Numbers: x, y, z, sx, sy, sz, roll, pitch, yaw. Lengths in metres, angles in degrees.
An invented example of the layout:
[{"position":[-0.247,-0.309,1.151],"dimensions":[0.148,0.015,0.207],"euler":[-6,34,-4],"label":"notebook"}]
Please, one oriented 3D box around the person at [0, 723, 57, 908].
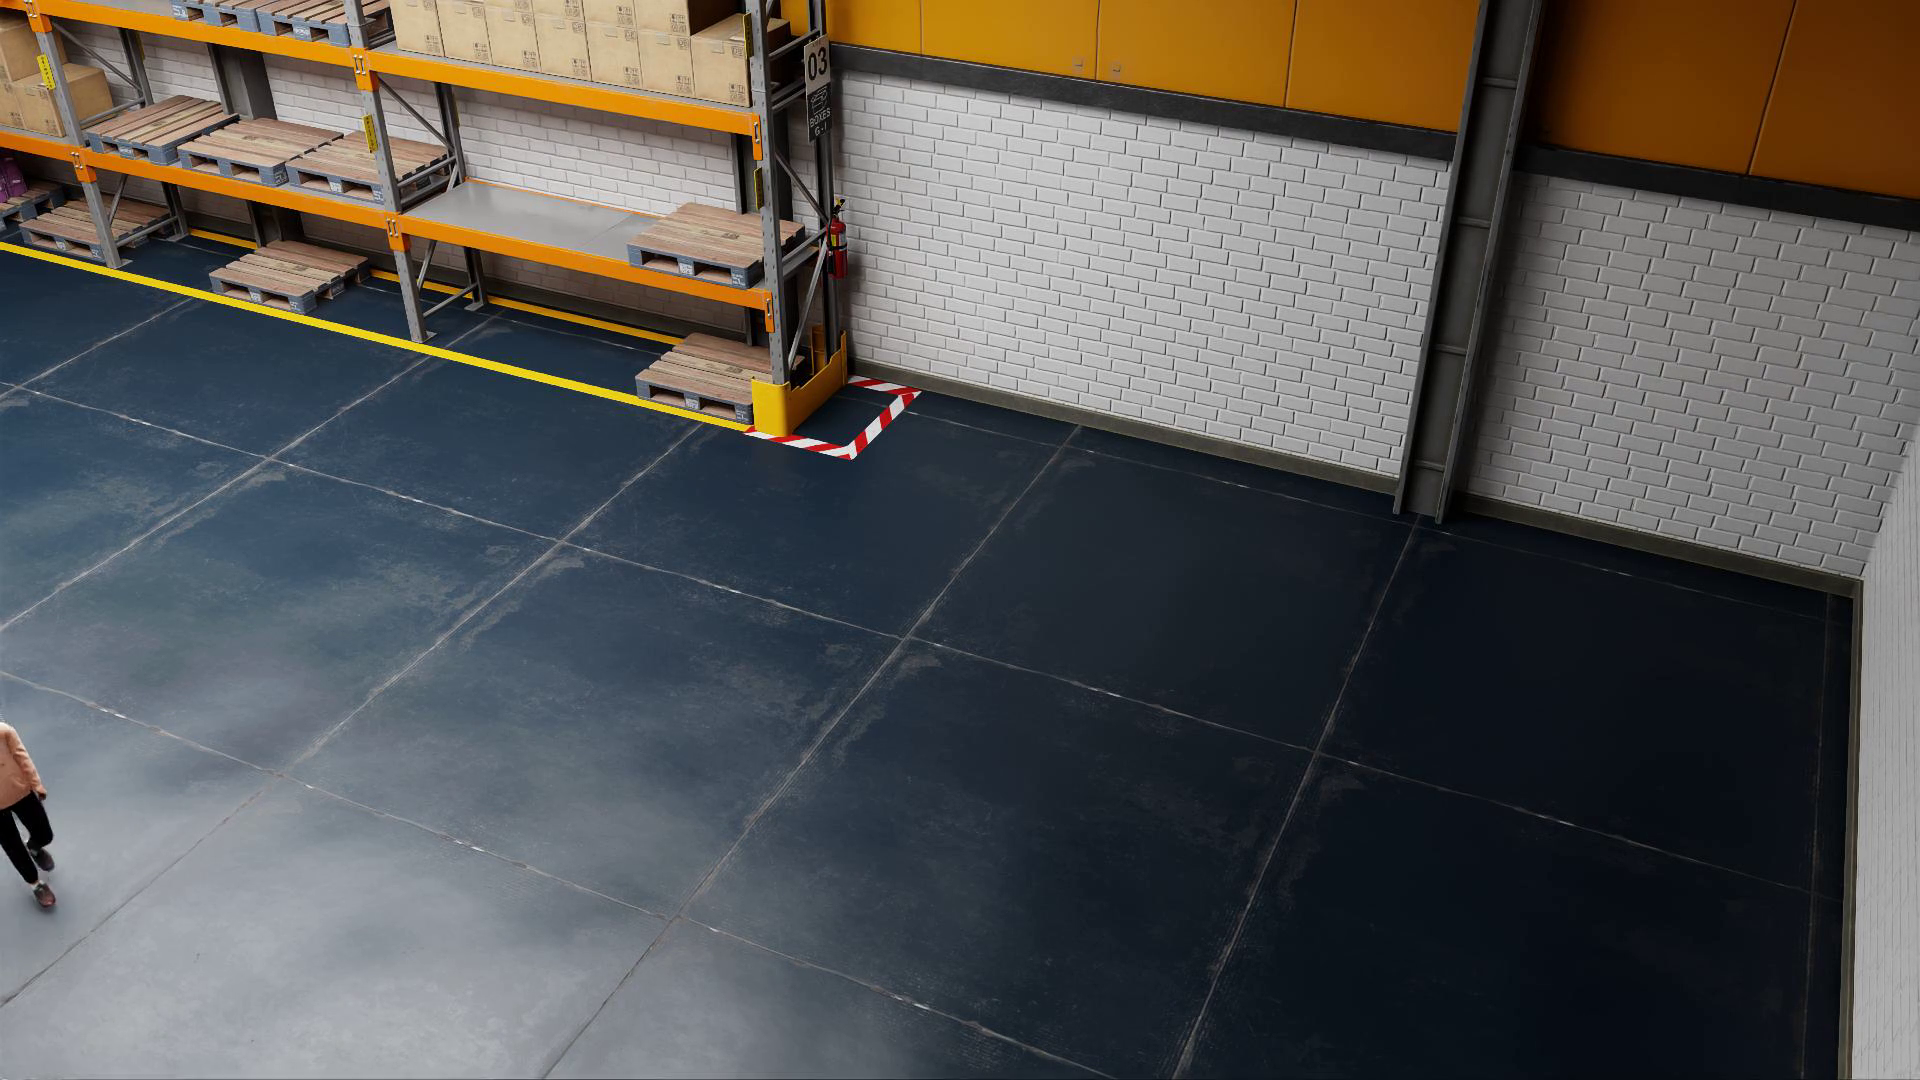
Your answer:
[{"position":[-5.465,1.449,9.488],"dimensions":[0.712,1.479,0.782],"euler":[-28,42,-35],"label":"person"}]
